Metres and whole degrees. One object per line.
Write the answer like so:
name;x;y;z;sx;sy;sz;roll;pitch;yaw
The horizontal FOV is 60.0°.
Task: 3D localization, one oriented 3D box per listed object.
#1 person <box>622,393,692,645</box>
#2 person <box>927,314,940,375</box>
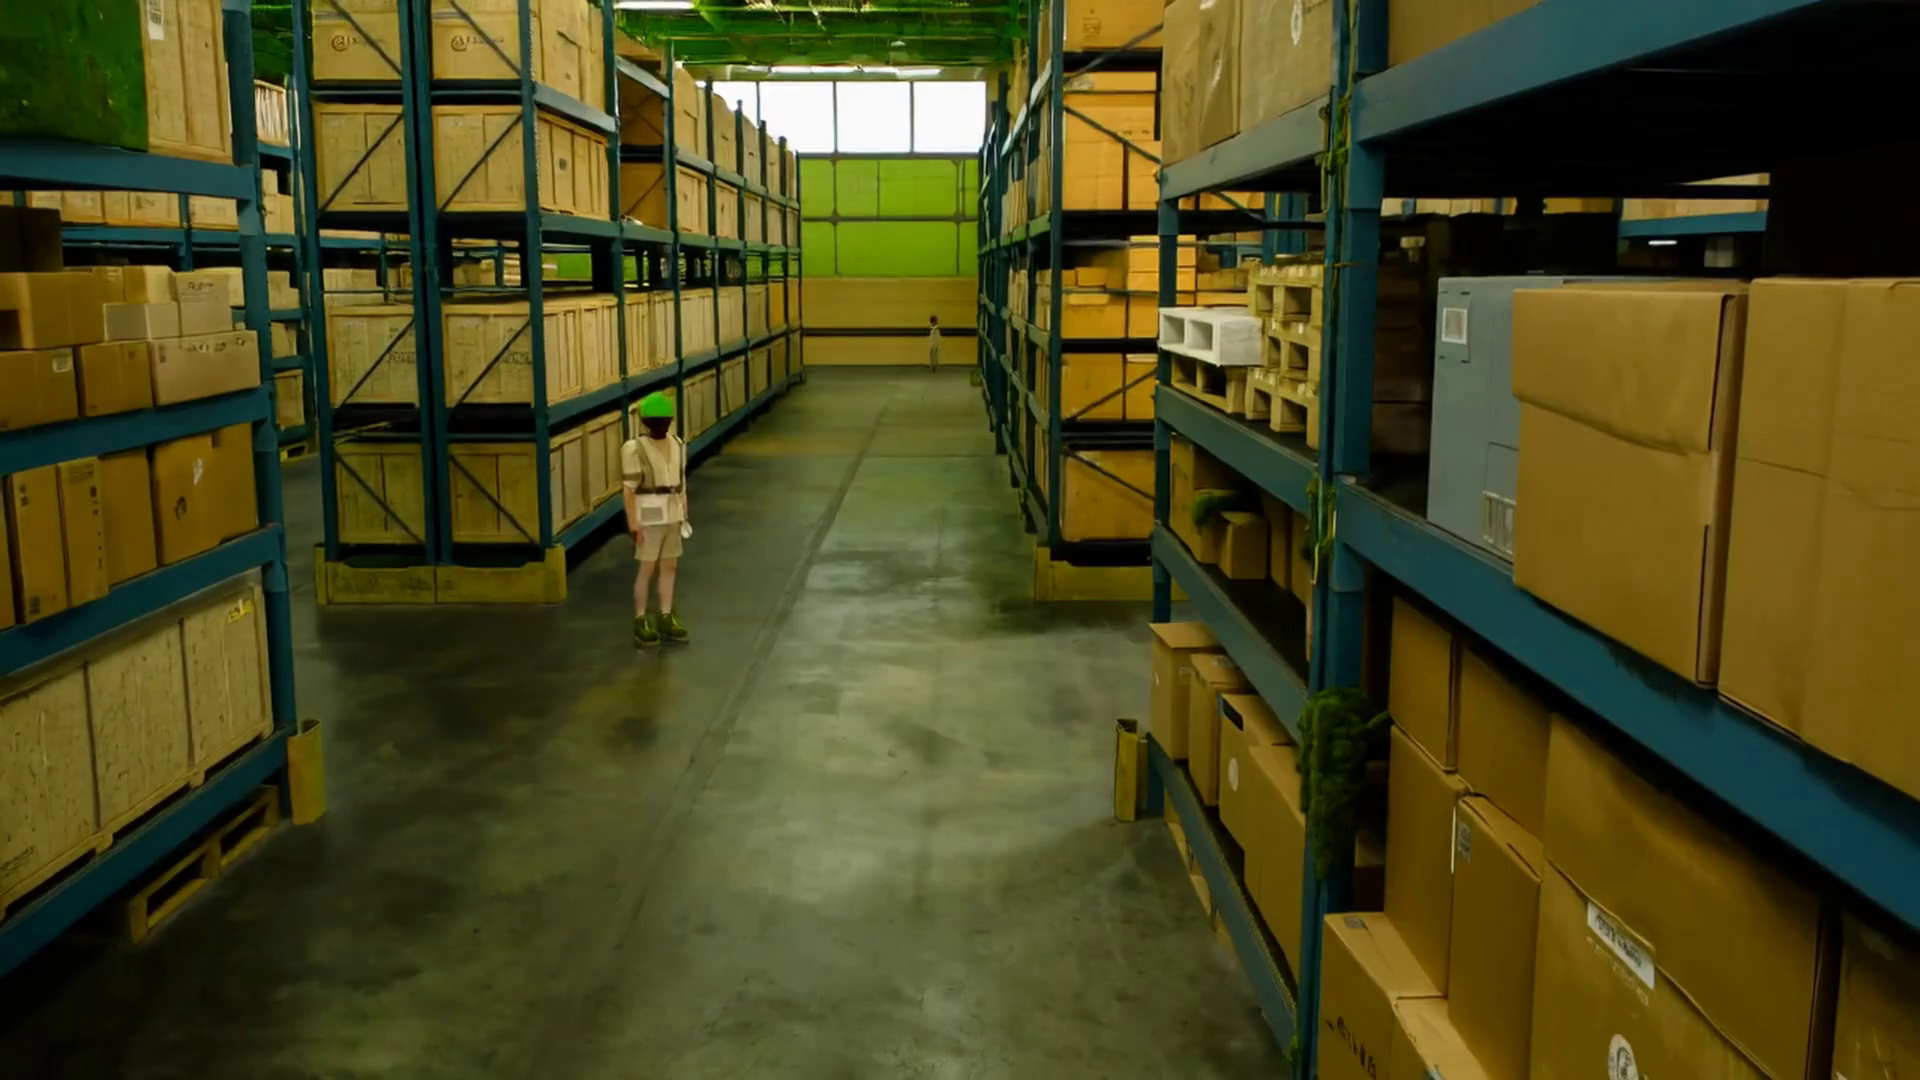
person;-2.428;-0.177;13.502;0.390;2.040;0.614;8;12;42
person;-0.753;-5.573;47.522;0.402;1.733;0.587;-1;9;-4
